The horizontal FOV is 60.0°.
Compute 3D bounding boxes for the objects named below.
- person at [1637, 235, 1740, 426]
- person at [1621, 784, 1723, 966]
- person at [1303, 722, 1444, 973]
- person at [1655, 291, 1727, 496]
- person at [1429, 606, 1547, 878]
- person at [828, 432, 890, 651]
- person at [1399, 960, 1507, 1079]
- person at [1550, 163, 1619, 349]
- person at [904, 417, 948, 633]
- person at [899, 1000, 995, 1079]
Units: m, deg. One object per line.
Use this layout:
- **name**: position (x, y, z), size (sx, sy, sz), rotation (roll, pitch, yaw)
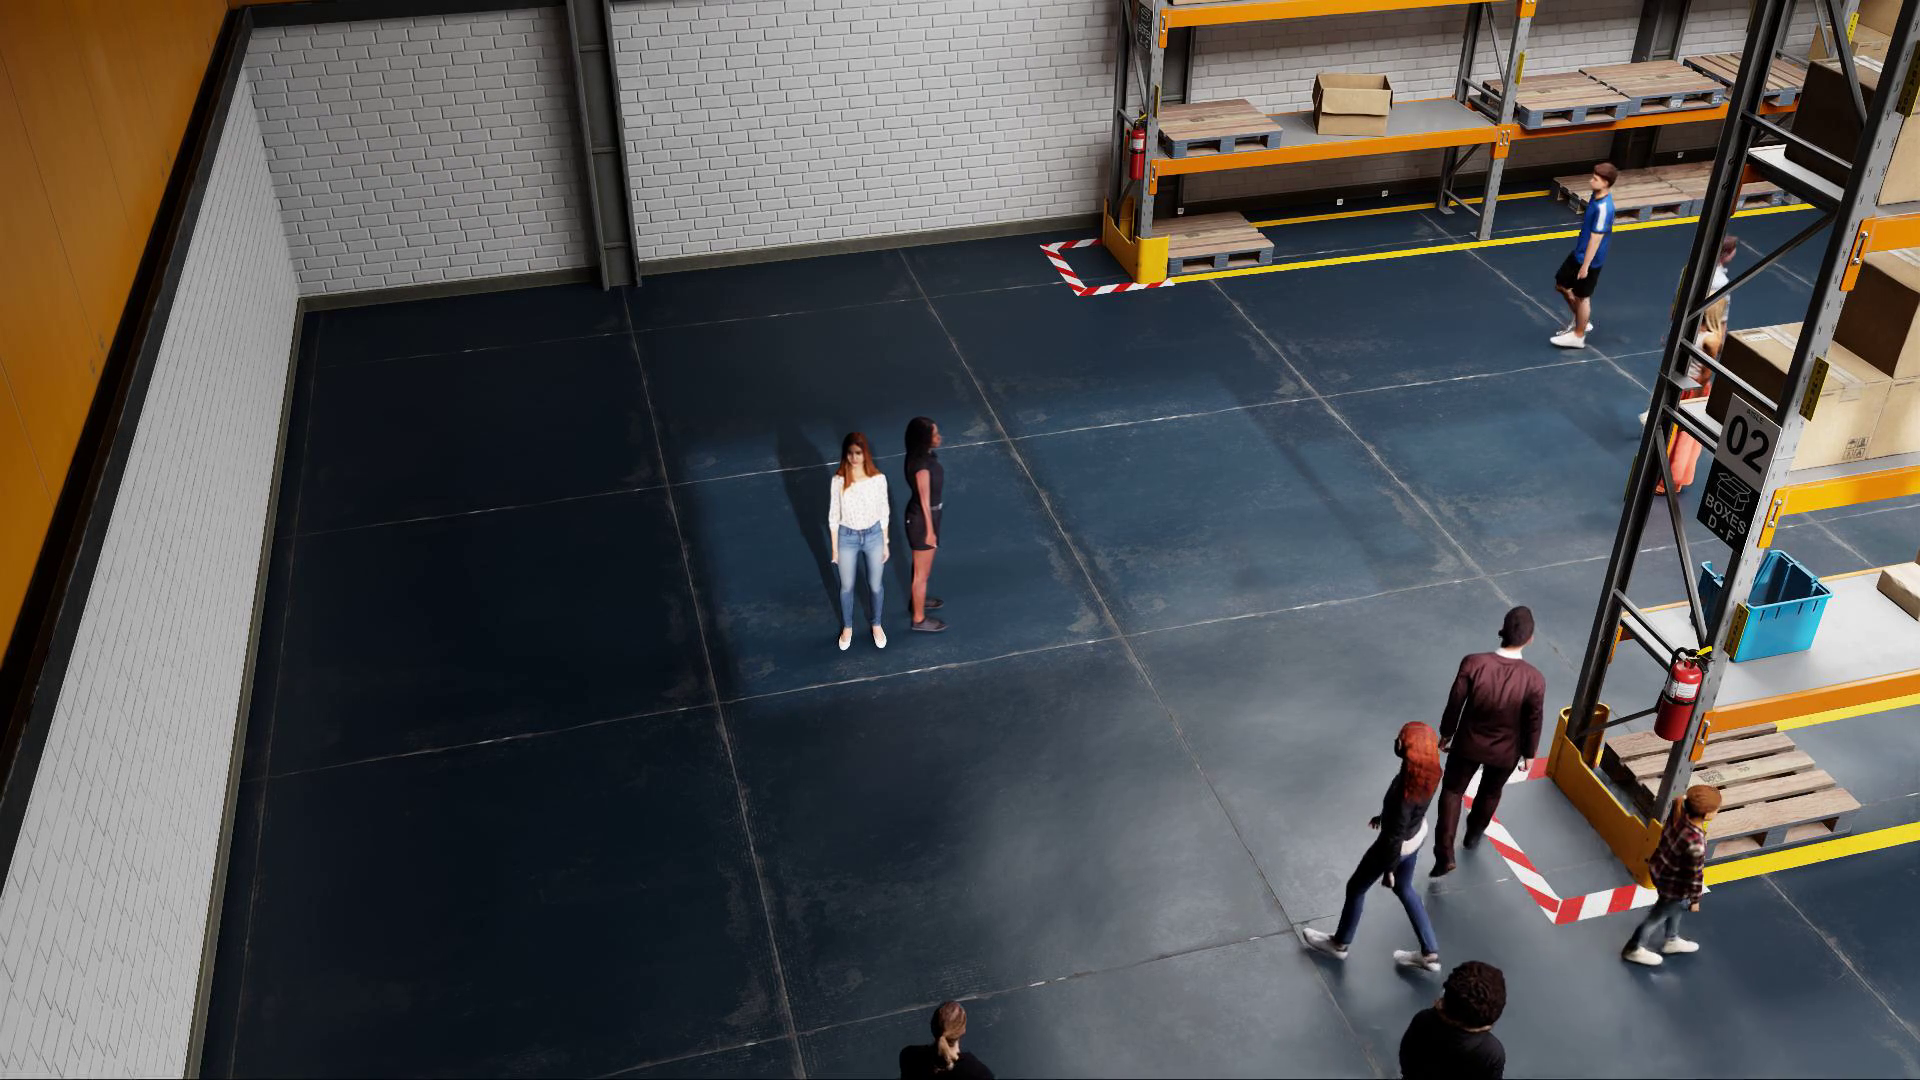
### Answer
- **person**: position (6.304, -1.741, 14.333), size (1.091, 1.827, 0.728), rotation (-4, 34, -7)
- **person**: position (3.949, 1.888, 9.357), size (0.768, 1.291, 0.678), rotation (4, 34, 6)
- **person**: position (2.488, 1.722, 9.180), size (1.030, 1.765, 1.008), rotation (20, 38, 27)
- **person**: position (5.943, -1.202, 13.545), size (0.659, 1.801, 0.677), rotation (-1, 34, -1)
- **person**: position (3.110, 1.235, 9.839), size (1.127, 1.845, 1.149), rotation (14, 36, 20)
- **person**: position (-0.712, -0.003, 11.807), size (0.497, 1.729, 0.676), rotation (-3, 34, -4)
- **person**: position (2.205, 2.696, 7.743), size (1.145, 1.732, 1.123), rotation (14, 36, 19)
- **person**: position (6.019, -2.672, 15.706), size (0.794, 1.857, 0.783), rotation (3, 34, 5)
- **person**: position (-0.262, -0.124, 11.980), size (0.588, 1.739, 0.626), rotation (-1, 34, -1)
- **person**: position (-0.105, 2.824, 7.620), size (1.091, 1.655, 0.987), rotation (6, 34, 9)
